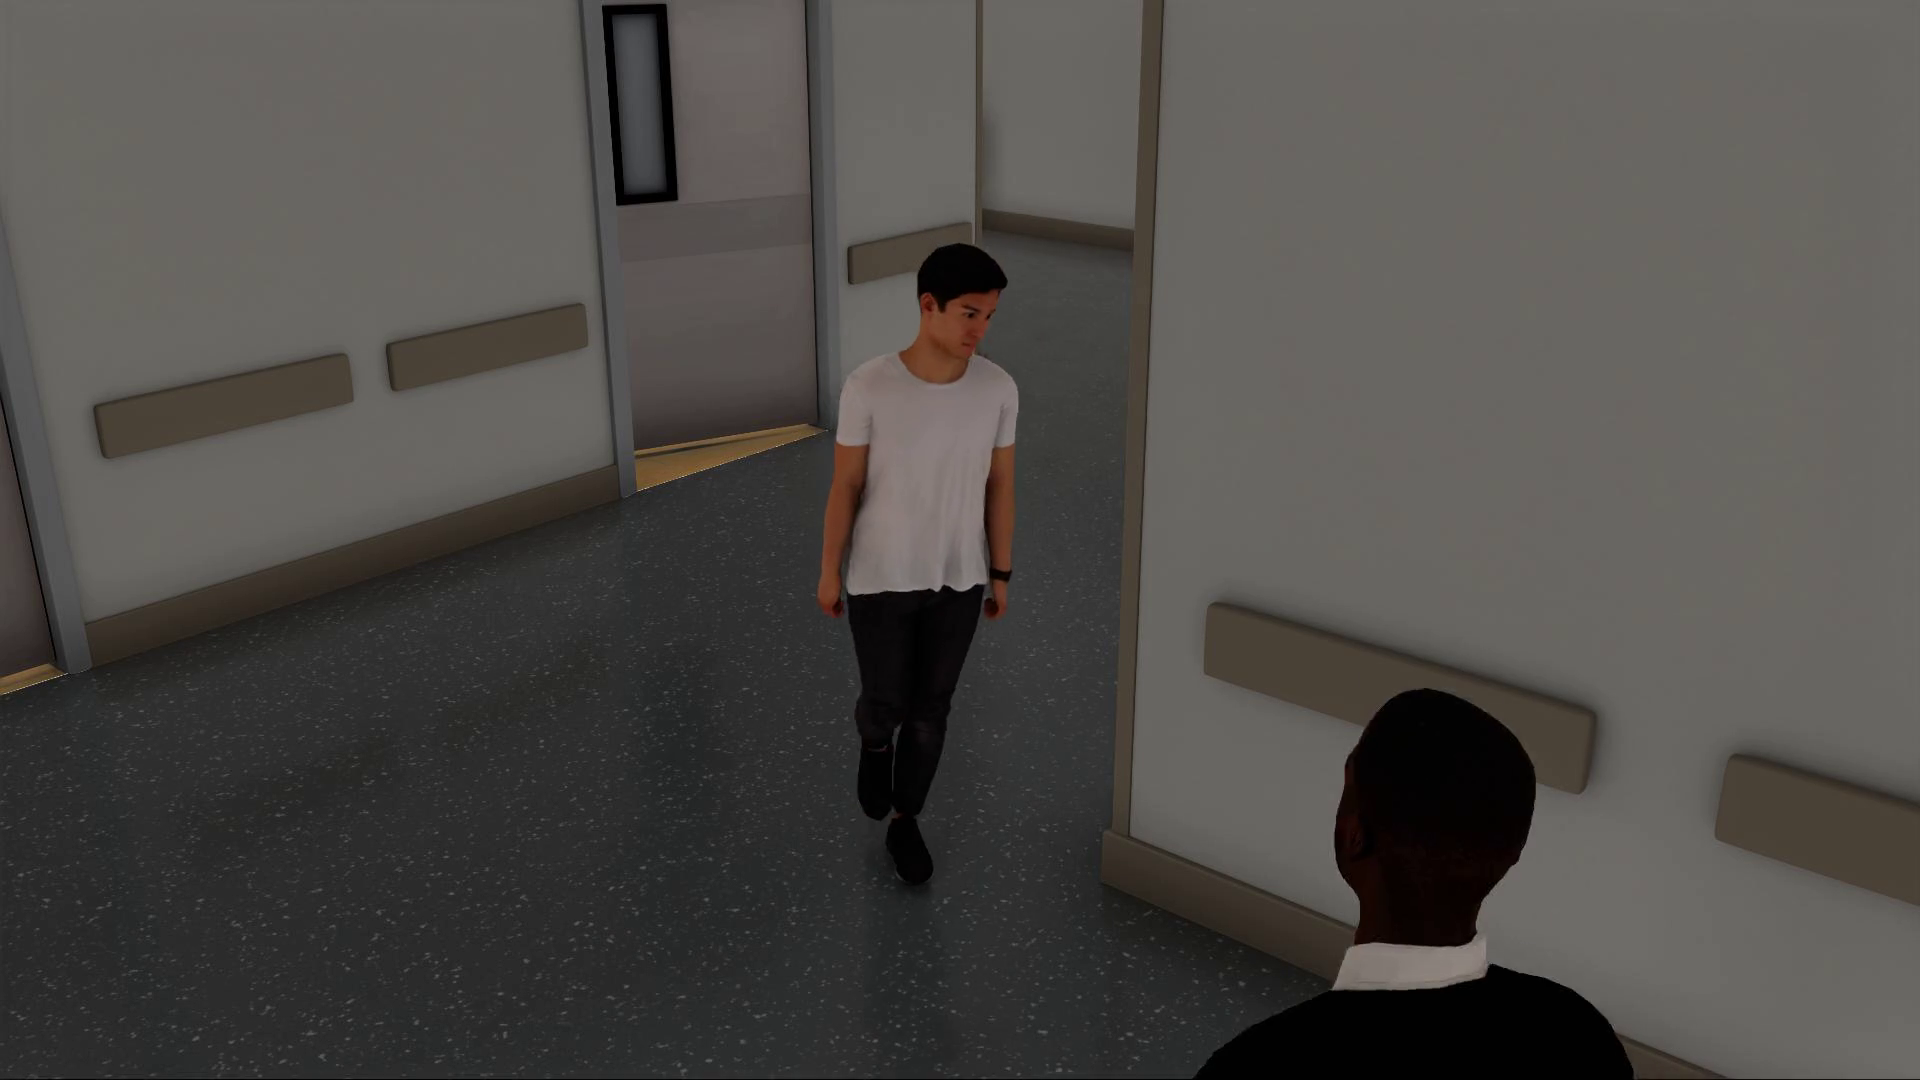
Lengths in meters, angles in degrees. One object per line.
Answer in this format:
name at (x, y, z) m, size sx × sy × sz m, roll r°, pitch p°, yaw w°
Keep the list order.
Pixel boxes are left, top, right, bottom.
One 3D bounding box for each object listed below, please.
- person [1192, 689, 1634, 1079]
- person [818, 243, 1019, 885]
person at (0.455, 1.050, 1.623) m, size 0.930 × 1.781 × 0.929 m, roll -9°, pitch 23°, yaw -23°
person at (-0.122, 0.054, 4.381) m, size 0.869 × 1.688 × 0.929 m, roll -4°, pitch 21°, yaw -10°
